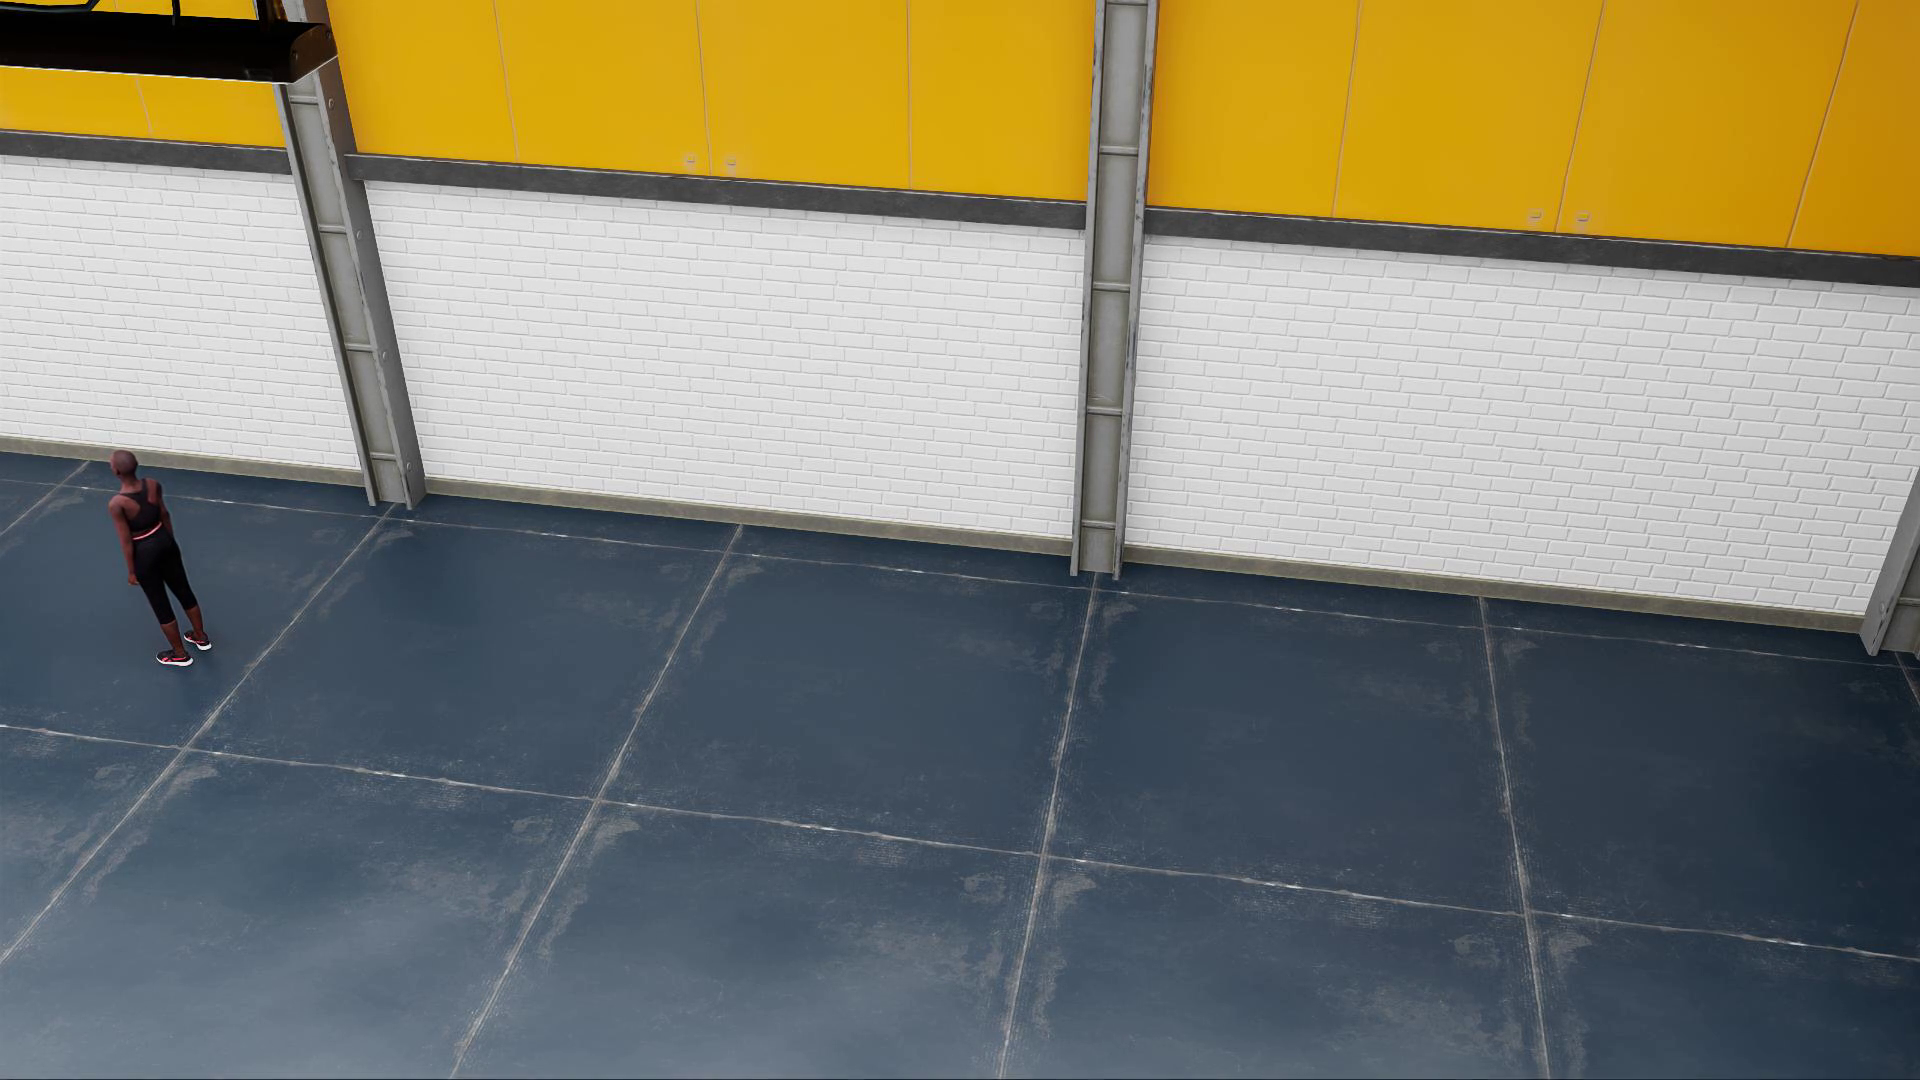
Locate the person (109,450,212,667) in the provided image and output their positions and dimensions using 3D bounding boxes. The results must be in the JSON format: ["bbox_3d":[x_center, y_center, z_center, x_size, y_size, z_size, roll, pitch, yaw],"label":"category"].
[{"bbox_3d":[-5.779,0.116,11.938,0.628,1.757,0.637,15,37,22],"label":"person"}]
